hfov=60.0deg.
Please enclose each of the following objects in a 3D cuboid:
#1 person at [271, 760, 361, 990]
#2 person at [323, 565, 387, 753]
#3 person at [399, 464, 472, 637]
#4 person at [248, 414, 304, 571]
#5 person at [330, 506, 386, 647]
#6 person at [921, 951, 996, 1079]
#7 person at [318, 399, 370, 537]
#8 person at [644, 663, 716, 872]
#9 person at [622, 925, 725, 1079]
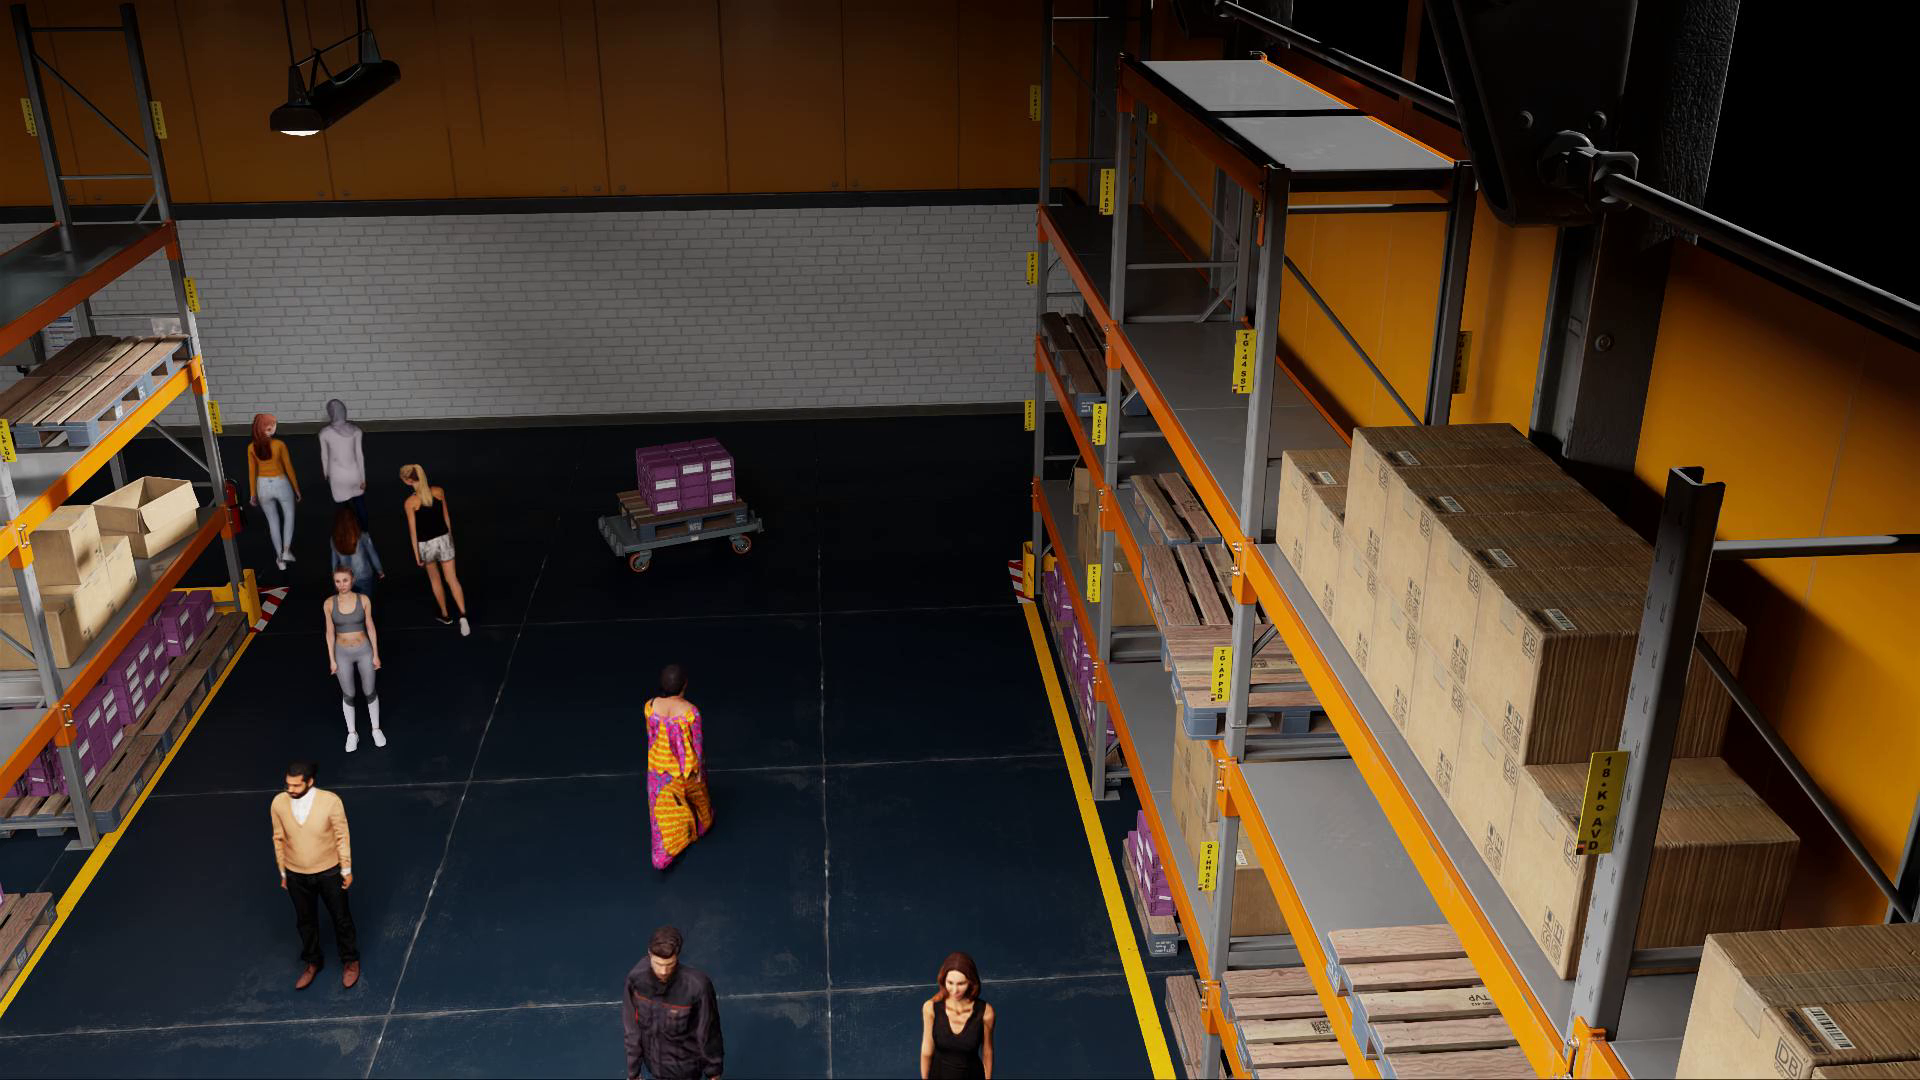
[{"bbox_3d":[-4.419,2.259,11.407,0.649,1.751,0.573,-1,24,-3],"label":"person"},{"bbox_3d":[-5.225,1.001,14.346,0.623,1.702,0.622,-8,25,-18],"label":"person"},{"bbox_3d":[-5.112,0.090,16.297,0.989,1.808,1.181,-15,28,-30],"label":"person"},{"bbox_3d":[-7.280,-0.485,17.684,0.732,1.750,0.684,-7,24,-15],"label":"person"},{"bbox_3d":[-5.826,0.398,16.021,0.627,1.465,0.736,2,24,3],"label":"person"},{"bbox_3d":[-0.015,3.101,9.377,0.615,1.834,0.570,2,24,4],"label":"person"},{"bbox_3d":[-6.657,-0.623,18.006,0.835,1.745,1.165,-9,25,-19],"label":"person"},{"bbox_3d":[-2.209,1.721,12.733,0.875,1.676,1.227,5,24,11],"label":"person"},{"bbox_3d":[-1.603,2.957,9.649,1.148,1.881,1.362,11,26,24],"label":"person"}]
